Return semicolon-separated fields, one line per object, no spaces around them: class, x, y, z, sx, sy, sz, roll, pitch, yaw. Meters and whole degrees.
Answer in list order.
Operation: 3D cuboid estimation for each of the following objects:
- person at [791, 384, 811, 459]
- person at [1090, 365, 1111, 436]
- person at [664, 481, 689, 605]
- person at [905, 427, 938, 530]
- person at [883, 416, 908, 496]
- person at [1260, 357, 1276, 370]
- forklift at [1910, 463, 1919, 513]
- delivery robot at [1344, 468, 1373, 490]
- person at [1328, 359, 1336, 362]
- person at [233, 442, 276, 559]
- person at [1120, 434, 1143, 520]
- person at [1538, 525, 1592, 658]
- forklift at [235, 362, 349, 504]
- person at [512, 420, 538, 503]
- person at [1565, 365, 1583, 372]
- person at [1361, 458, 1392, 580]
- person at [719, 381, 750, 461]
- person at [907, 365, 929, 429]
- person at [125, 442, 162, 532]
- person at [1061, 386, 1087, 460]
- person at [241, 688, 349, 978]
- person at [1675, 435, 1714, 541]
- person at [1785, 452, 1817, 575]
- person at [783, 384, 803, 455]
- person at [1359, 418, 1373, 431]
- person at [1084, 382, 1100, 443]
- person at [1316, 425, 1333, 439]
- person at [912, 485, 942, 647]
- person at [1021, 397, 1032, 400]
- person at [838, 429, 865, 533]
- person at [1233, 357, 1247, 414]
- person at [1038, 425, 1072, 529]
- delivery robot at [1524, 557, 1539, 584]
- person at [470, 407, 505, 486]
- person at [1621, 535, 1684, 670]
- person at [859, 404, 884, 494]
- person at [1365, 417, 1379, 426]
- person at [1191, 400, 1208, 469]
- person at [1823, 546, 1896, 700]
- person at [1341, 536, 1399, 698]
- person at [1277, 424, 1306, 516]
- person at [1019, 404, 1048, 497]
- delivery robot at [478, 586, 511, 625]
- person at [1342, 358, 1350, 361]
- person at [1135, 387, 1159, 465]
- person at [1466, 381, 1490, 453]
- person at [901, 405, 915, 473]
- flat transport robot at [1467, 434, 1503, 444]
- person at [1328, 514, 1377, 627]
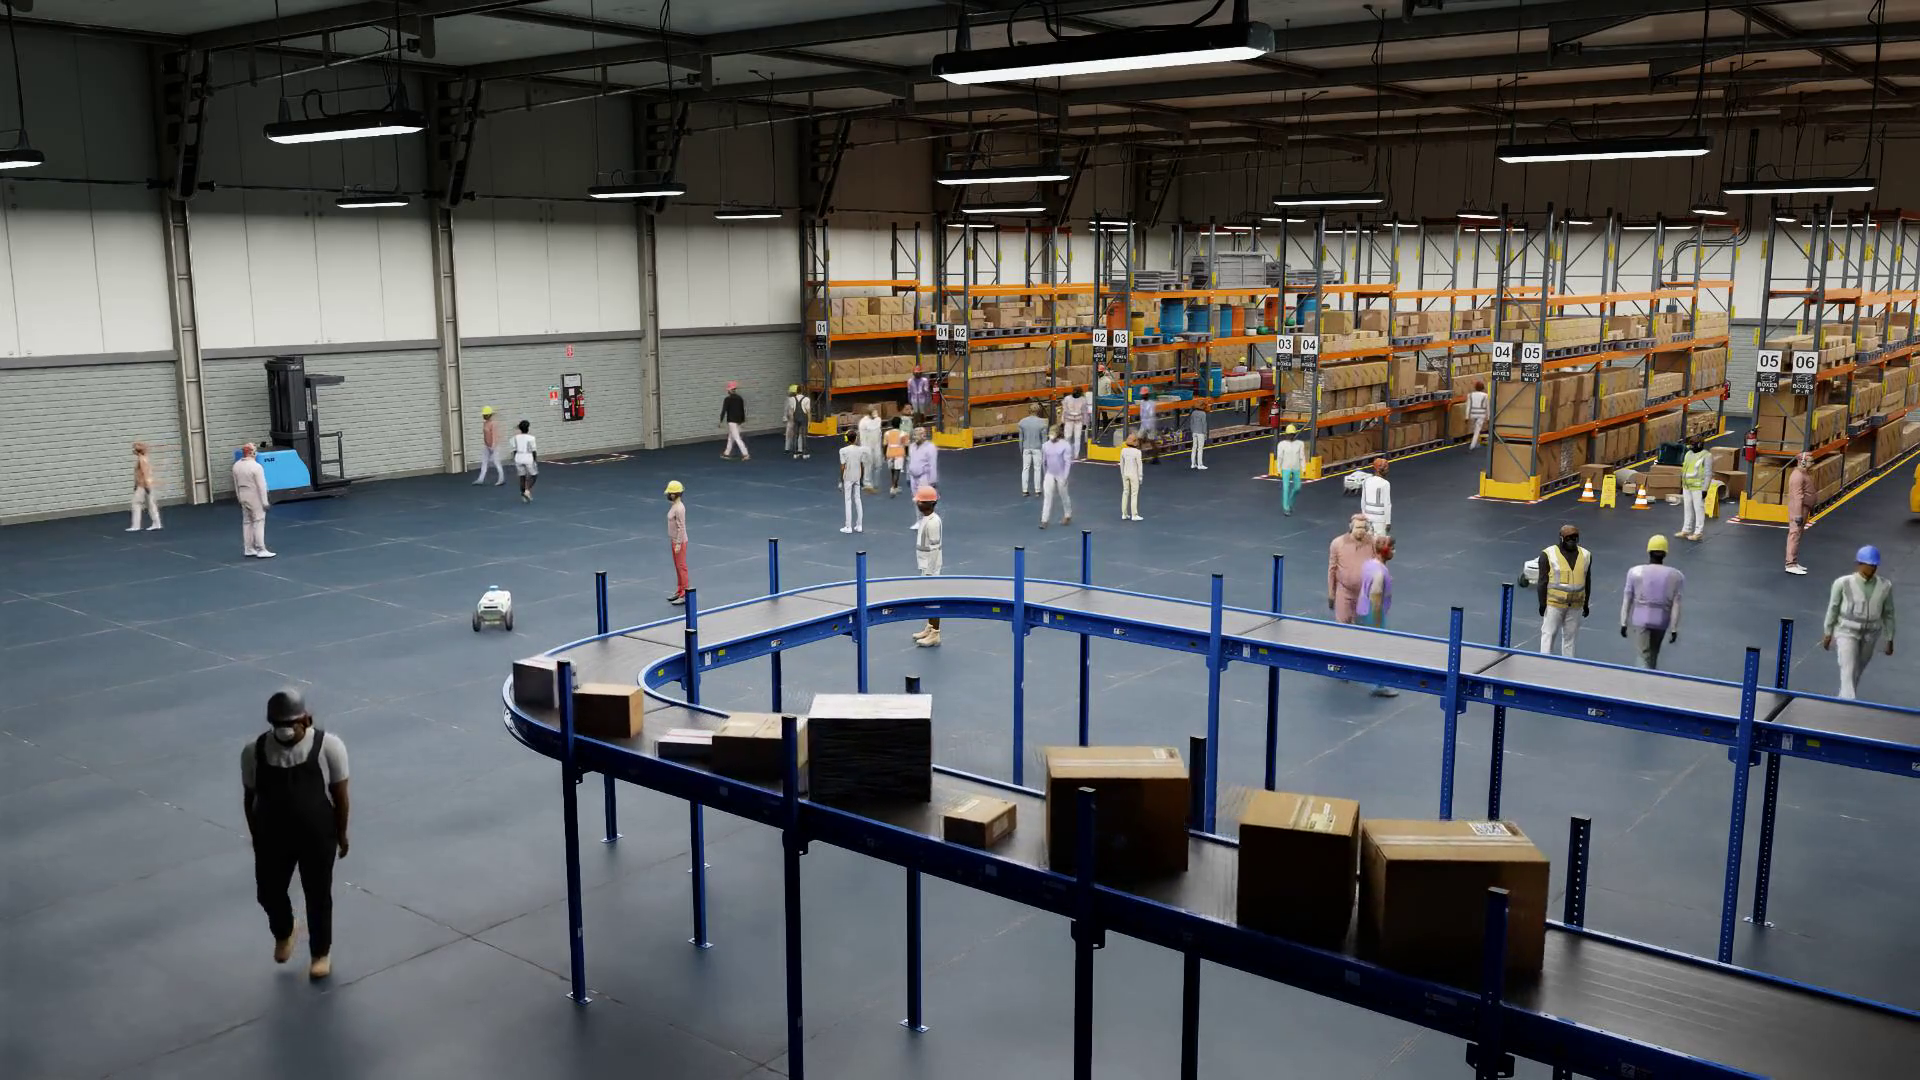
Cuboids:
person;-3.952;-2.947;38.884;0.505;1.842;0.333;2;10;11
person;3.949;-3.920;43.916;0.608;1.995;0.377;8;13;37
person;-4.043;0.027;22.335;0.305;1.771;0.525;-4;11;-19
person;-0.726;-1.113;28.422;0.424;1.893;0.650;-9;14;-42
person;-1.356;-1.756;32.656;0.535;1.663;0.834;4;11;20
person;10.000;-5.050;50.801;0.604;1.809;0.711;3;10;14
forklift;19.034;-1.348;28.998;2.313;2.155;1.214;8;13;37
delivery robot;8.385;-1.266;32.886;0.477;0.478;0.707;9;13;41
person;12.784;-5.622;53.744;0.692;1.902;0.610;3;11;17
person;-11.635;-0.656;25.791;0.647;1.907;0.404;6;12;29
person;3.249;-1.191;29.572;0.507;1.633;0.278;10;14;44
person;7.011;0.736;18.142;0.625;1.844;0.429;-1;10;-4
forklift;-13.803;-2.244;32.110;1.129;2.768;1.873;8;13;37
person;-8.786;-1.581;31.607;0.537;1.688;0.389;2;10;13
person;19.273;-4.794;49.193;0.597;1.860;1.030;0;10;1
person;6.372;-0.311;23.908;0.354;1.886;0.572;-5;11;-27
person;-5.545;-2.935;38.527;1.052;1.943;0.622;6;12;32
person;-1.166;-3.907;43.819;0.623;2.007;0.909;0;10;2
person;-14.870;-0.954;28.299;0.705;1.614;0.521;-4;11;-21
person;2.819;-2.908;38.723;0.651;1.810;0.459;-1;10;-4
person;-4.496;1.993;10.623;0.685;2.000;0.537;-3;10;-15
person;12.898;-0.923;27.478;0.429;1.841;0.634;-3;10;-14
person;13.183;-0.430;24.522;0.407;1.908;0.641;6;12;29
person;-4.204;-3.040;39.529;0.666;1.804;0.423;9;14;42
person;11.692;-3.901;44.803;0.515;1.640;0.315;6;12;30
person;3.548;-3.420;42.102;0.522;1.638;0.310;9;13;40
person;9.748;-3.514;41.875;0.607;1.920;1.017;7;12;34
person;-0.412;0.320;19.908;0.366;2.047;0.608;-2;10;-9
person;2.105;-4.722;48.675;0.578;1.910;0.664;4;11;22
person;-1.962;-1.069;28.221;0.532;1.871;0.321;-7;12;-33
person;9.047;-4.960;50.226;0.604;1.829;0.404;4;11;23
person;1.790;-1.177;28.799;0.638;1.897;1.007;5;11;28
delivery robot;8.789;0.410;23.450;0.707;0.478;0.477;-7;12;-36
person;-10.254;-2.025;33.961;0.548;1.728;0.743;9;14;43
person;7.588;0.891;17.155;0.595;1.891;0.918;3;10;15
person;-1.856;-1.913;32.885;0.545;1.898;0.655;10;14;44
person;12.341;-4.413;46.697;0.612;1.991;0.392;8;13;39
person;5.647;-2.493;36.896;0.267;1.632;0.509;-6;12;-32
person;9.462;1.009;16.406;0.631;1.898;0.991;1;10;6
person;4.613;0.846;17.567;0.612;1.826;0.588;1;10;8
person;6.403;-1.370;30.238;0.560;1.772;0.432;-1;10;-4
person;1.523;-1.868;32.543;0.624;1.933;0.359;3;10;16
delivery robot;-6.230;0.857;20.935;0.477;0.478;0.707;-1;10;-8
person;13.552;-5.753;54.596;0.533;1.864;0.310;6;12;32
person;4.418;-2.727;37.488;0.988;1.882;0.569;-6;12;-31
person;13.238;-3.149;40.024;0.582;1.843;0.980;8;13;40
person;-1.176;-2.332;36.112;0.845;1.587;0.517;2;10;9
flat transport robot;14.493;-2.743;42.260;1.431;0.197;0.652;-4;11;-20
person;4.727;0.622;18.655;0.675;1.906;0.499;2;10;11
